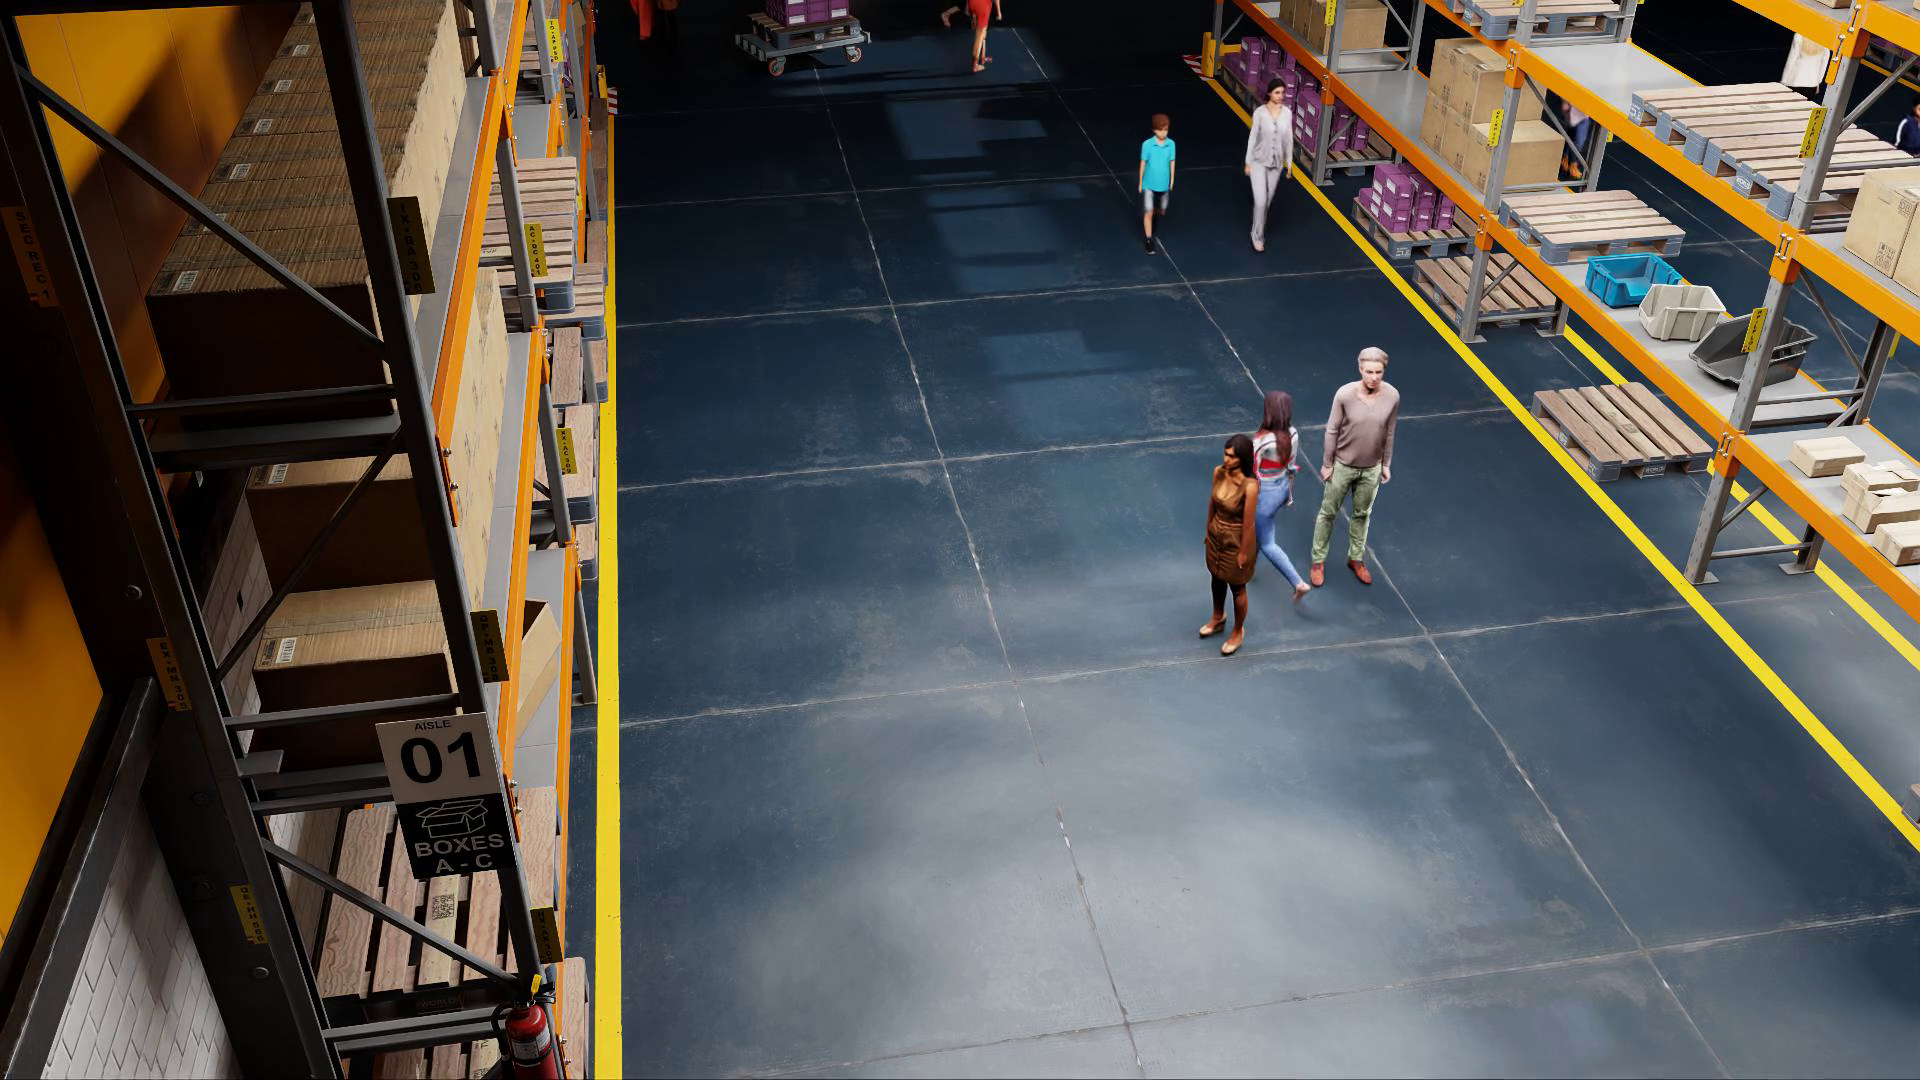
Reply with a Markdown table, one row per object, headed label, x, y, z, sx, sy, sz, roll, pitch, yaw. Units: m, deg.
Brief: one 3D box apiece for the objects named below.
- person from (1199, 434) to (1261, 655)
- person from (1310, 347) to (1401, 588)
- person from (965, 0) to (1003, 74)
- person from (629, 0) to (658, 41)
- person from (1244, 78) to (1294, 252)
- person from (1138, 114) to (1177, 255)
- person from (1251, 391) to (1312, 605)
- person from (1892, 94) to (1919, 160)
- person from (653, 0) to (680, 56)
| label | x | y | z | sx | sy | sz | roll | pitch | yaw |
| --- | --- | --- | --- | --- | --- | --- | --- | --- | --- |
| person | 1.847 | 0.014 | 11.305 | 0.693 | 1.686 | 0.582 | -21 | 39 | -29 |
| person | 2.848 | -0.545 | 11.976 | 0.688 | 1.875 | 0.629 | -2 | 34 | -3 |
| person | 0.218 | -6.962 | 21.787 | 0.845 | 1.701 | 0.897 | 26 | 42 | 34 |
| person | -4.324 | -7.849 | 23.048 | 0.864 | 1.783 | 0.918 | 20 | 38 | 27 |
| person | 3.127 | -3.907 | 17.140 | 0.627 | 1.757 | 0.743 | -7 | 34 | -11 |
| person | 2.009 | -3.714 | 17.144 | 0.543 | 1.431 | 0.837 | -4 | 34 | -5 |
| person | 2.259 | -0.268 | 11.827 | 0.933 | 1.579 | 1.115 | -27 | 42 | -35 |
| person | 10.379 | -4.284 | 18.191 | 0.558 | 1.221 | 0.548 | 2 | 34 | 2 |
| person | -4.026 | -7.479 | 22.548 | 0.768 | 1.719 | 0.822 | 20 | 38 | 27 |
